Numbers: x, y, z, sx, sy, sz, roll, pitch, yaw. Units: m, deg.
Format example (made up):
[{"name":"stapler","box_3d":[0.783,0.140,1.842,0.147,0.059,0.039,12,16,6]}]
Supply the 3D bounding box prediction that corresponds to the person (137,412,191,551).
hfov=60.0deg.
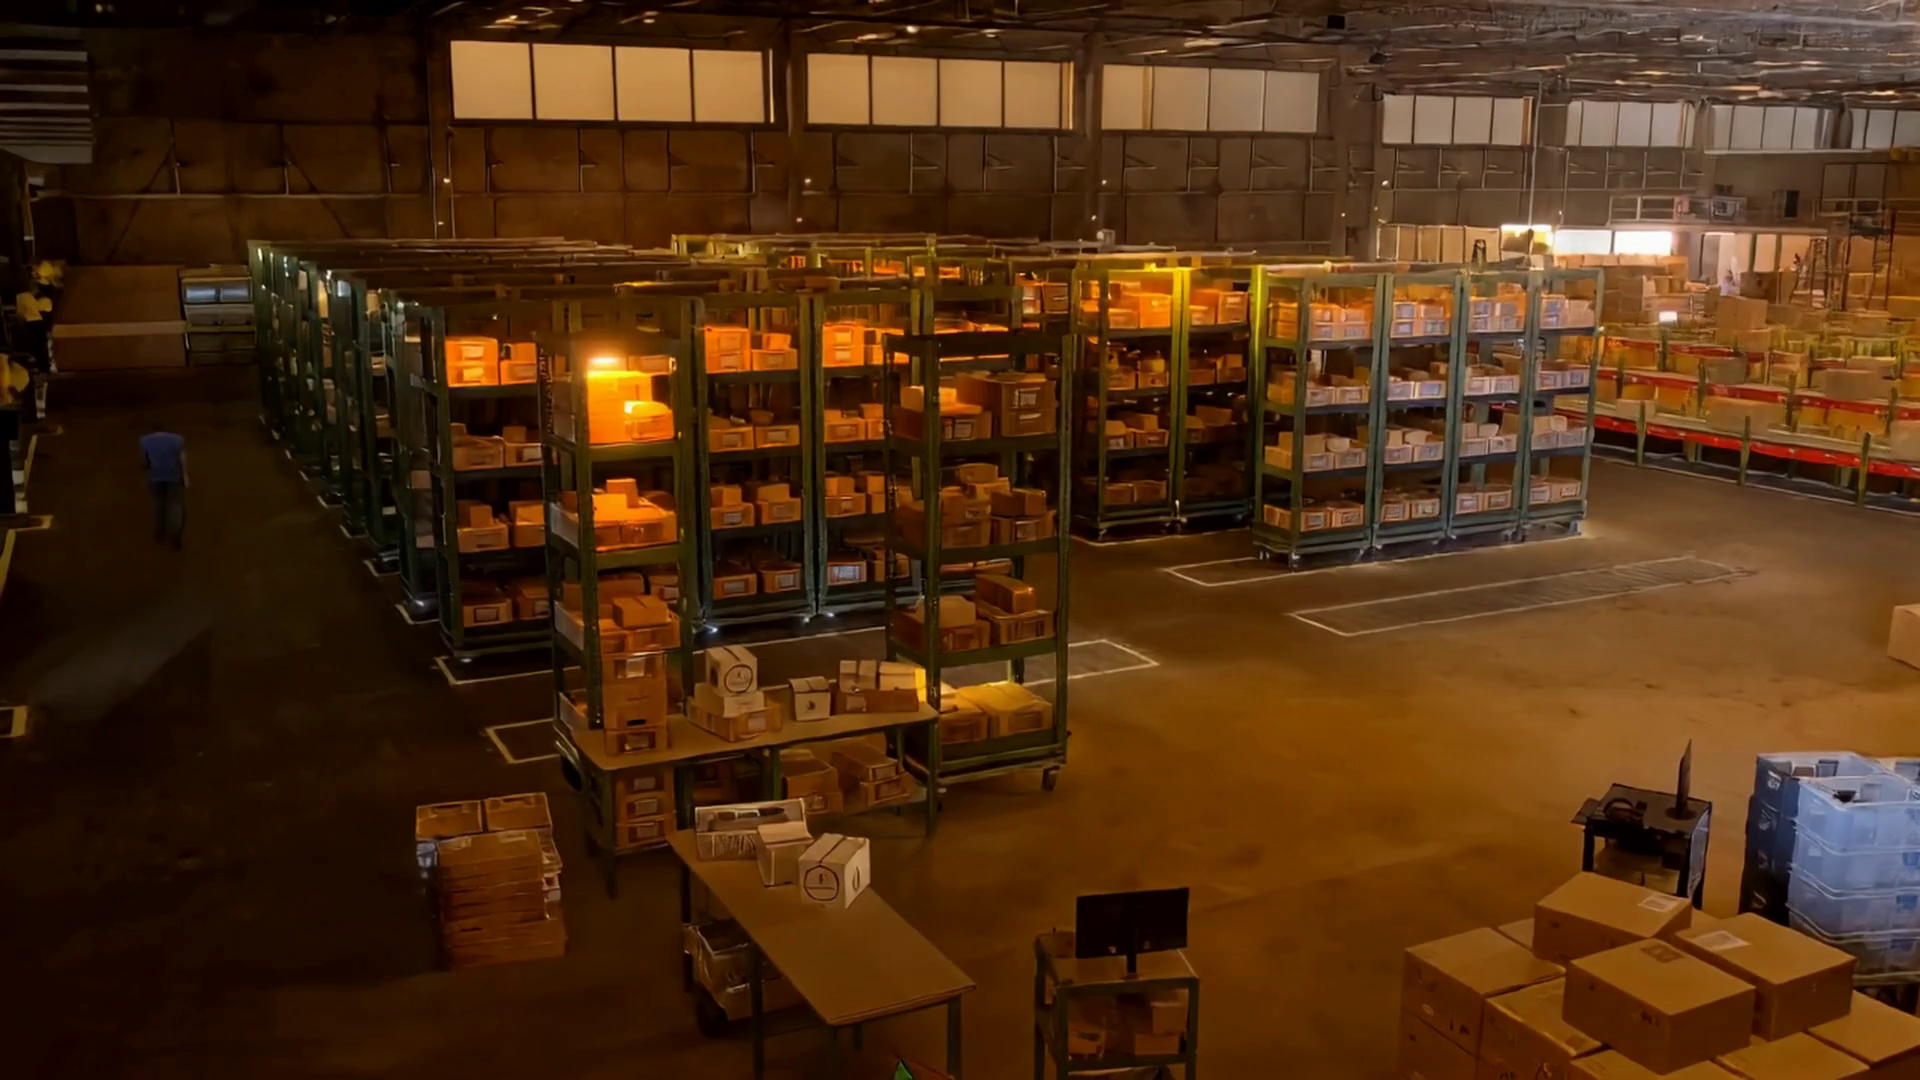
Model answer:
[{"name":"person","box_3d":[-10.342,-0.766,21.660,0.588,1.800,0.980,-7,14,-29]}]

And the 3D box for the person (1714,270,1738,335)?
[{"name":"person","box_3d":[24.084,-7.445,52.302,0.373,2.043,0.615,-7,14,-29]}]

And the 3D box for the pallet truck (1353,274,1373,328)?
[{"name":"pallet truck","box_3d":[13.011,-8.050,55.243,0.823,1.965,1.885,-7,14,-28]}]

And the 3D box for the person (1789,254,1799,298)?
[{"name":"person","box_3d":[34.480,-10.890,68.827,0.360,1.879,0.579,9,15,36]}]
